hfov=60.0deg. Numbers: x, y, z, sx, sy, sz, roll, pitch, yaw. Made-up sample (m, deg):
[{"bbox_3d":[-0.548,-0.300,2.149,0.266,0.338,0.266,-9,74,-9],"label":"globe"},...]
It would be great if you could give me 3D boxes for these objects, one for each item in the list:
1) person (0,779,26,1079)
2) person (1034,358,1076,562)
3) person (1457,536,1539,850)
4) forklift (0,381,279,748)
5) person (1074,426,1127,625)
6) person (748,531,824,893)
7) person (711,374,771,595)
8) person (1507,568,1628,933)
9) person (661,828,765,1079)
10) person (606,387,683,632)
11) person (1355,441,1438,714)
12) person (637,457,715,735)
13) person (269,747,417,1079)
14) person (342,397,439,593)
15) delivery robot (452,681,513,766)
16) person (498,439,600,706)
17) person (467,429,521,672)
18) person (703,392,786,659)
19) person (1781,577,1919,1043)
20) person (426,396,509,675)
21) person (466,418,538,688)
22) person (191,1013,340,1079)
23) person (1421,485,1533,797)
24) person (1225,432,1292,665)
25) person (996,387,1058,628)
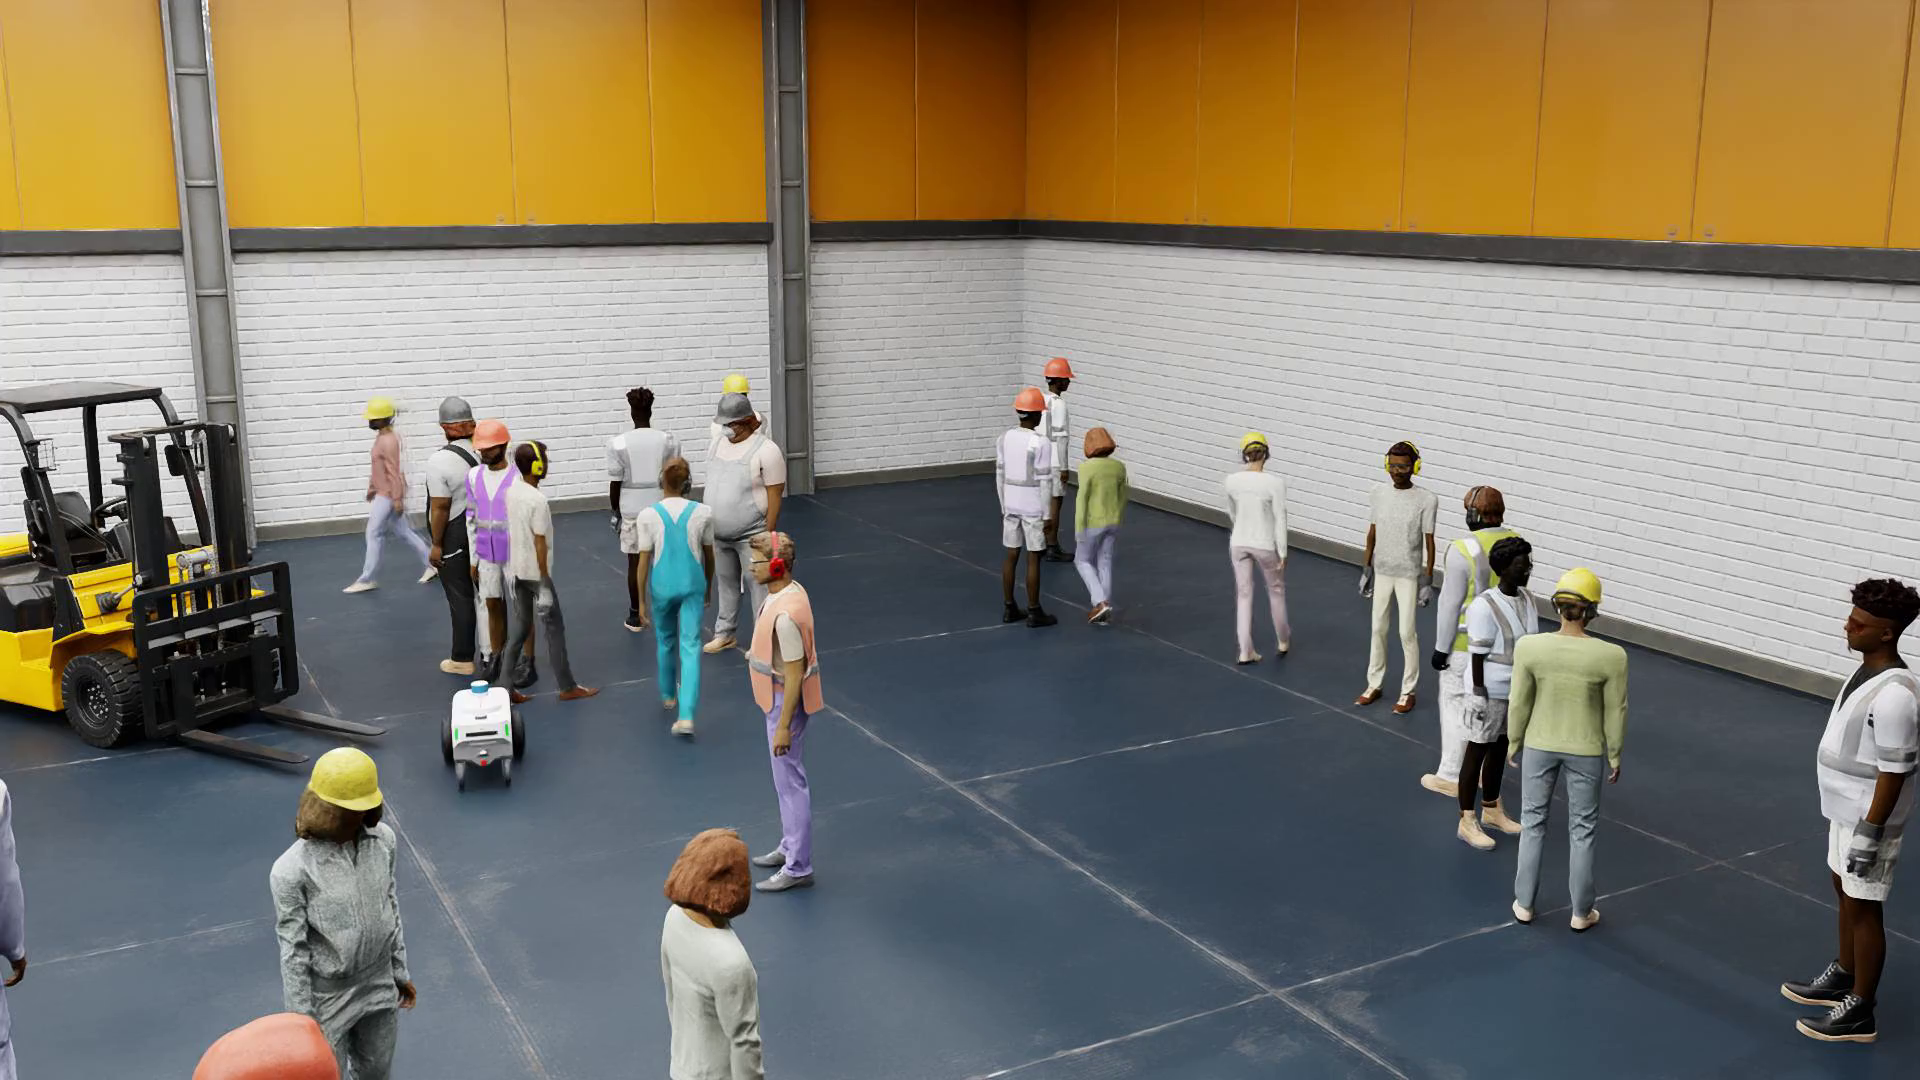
[{"bbox_3d":[-3.447,1.431,5.573,0.591,1.911,0.390,-10,15,-38],"label":"person"},{"bbox_3d":[0.909,-0.760,15.768,0.362,1.935,0.553,-5,13,-21],"label":"person"},{"bbox_3d":[2.913,0.809,8.980,0.529,1.697,0.321,-10,16,-39],"label":"person"},{"bbox_3d":[-5.853,0.085,11.199,2.313,2.155,1.214,7,14,28],"label":"forklift"},{"bbox_3d":[1.132,-0.108,13.467,0.539,1.606,0.395,-8,14,-33],"label":"person"},{"bbox_3d":[-0.879,0.857,8.410,0.376,1.841,0.571,-2,12,-8],"label":"person"},{"bbox_3d":[-1.918,-0.482,14.489,0.594,1.924,0.374,-10,16,-40],"label":"person"},{"bbox_3d":[2.888,0.999,7.948,0.535,1.759,0.322,6,13,24],"label":"person"},{"bbox_3d":[-0.740,1.668,5.105,0.289,1.633,0.498,-8,15,-35],"label":"person"},{"bbox_3d":[-2.504,-0.245,13.282,0.606,1.967,0.367,-4,13,-18],"label":"person"},{"bbox_3d":[2.952,0.246,11.249,0.519,1.860,0.322,10,16,40],"label":"person"},{"bbox_3d":[-1.857,0.356,10.935,0.517,1.792,1.013,-2,12,-8],"label":"person"},{"bbox_3d":[-2.020,1.522,5.550,0.312,1.736,0.483,7,14,28],"label":"person"},{"bbox_3d":[-5.020,-0.412,14.650,0.864,1.722,0.527,-4,13,-20],"label":"person"},{"bbox_3d":[-2.903,1.098,10.097,0.477,0.478,0.707,-3,13,-15],"label":"delivery robot"},{"bbox_3d":[-2.909,0.230,11.380,0.609,1.867,0.569,-12,17,-43],"label":"person"},{"bbox_3d":[-3.427,0.055,12.193,0.404,1.830,0.602,-4,13,-18],"label":"person"},{"bbox_3d":[-1.676,-0.114,12.495,0.673,2.000,0.535,7,14,29],"label":"person"},{"bbox_3d":[3.746,1.114,6.920,0.367,1.965,0.607,4,13,17],"label":"person"},{"bbox_3d":[-3.646,-0.048,12.188,0.535,2.000,0.687,8,14,33],"label":"person"},{"bbox_3d":[-3.242,0.096,11.756,0.548,1.935,0.376,3,12,14],"label":"person"},{"bbox_3d":[-1.279,1.875,3.192,0.605,2.034,0.388,9,15,37],"label":"person"},{"bbox_3d":[3.016,0.591,9.701,0.646,1.829,0.429,-7,14,-29],"label":"person"},{"bbox_3d":[2.259,0.048,12.506,0.550,1.718,0.734,8,14,32],"label":"person"},{"bbox_3d":[0.545,-0.263,13.439,0.547,1.938,0.379,11,16,42],"label":"person"}]
